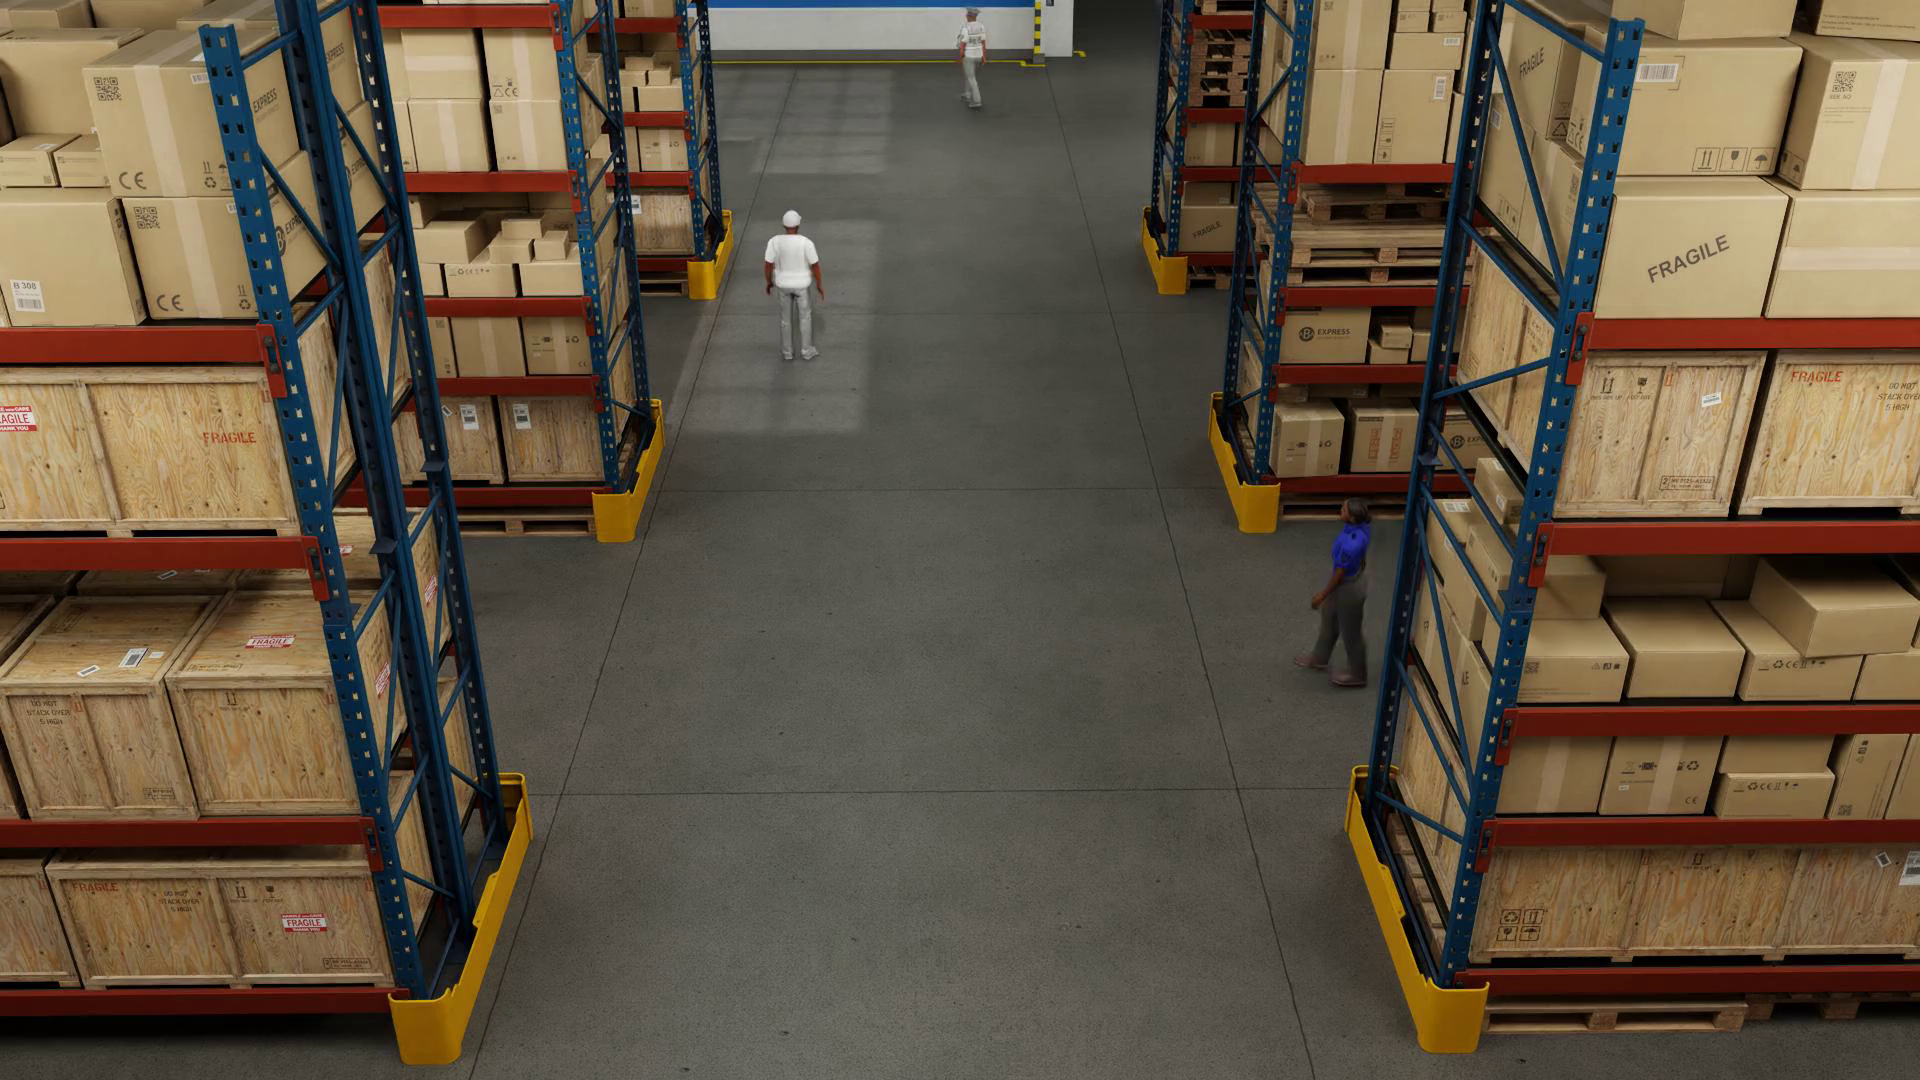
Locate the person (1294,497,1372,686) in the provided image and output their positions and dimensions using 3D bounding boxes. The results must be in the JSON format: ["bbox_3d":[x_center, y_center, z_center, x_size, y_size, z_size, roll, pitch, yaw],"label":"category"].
[{"bbox_3d":[3.030,0.394,13.265,0.628,1.657,0.462,10,30,17],"label":"person"}]

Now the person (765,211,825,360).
[{"bbox_3d":[-1.930,-2.982,19.458,0.701,1.768,0.363,2,28,4],"label":"person"}]

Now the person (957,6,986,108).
[{"bbox_3d":[0.148,-8.830,30.335,0.544,1.768,0.829,-24,36,-37],"label":"person"}]
